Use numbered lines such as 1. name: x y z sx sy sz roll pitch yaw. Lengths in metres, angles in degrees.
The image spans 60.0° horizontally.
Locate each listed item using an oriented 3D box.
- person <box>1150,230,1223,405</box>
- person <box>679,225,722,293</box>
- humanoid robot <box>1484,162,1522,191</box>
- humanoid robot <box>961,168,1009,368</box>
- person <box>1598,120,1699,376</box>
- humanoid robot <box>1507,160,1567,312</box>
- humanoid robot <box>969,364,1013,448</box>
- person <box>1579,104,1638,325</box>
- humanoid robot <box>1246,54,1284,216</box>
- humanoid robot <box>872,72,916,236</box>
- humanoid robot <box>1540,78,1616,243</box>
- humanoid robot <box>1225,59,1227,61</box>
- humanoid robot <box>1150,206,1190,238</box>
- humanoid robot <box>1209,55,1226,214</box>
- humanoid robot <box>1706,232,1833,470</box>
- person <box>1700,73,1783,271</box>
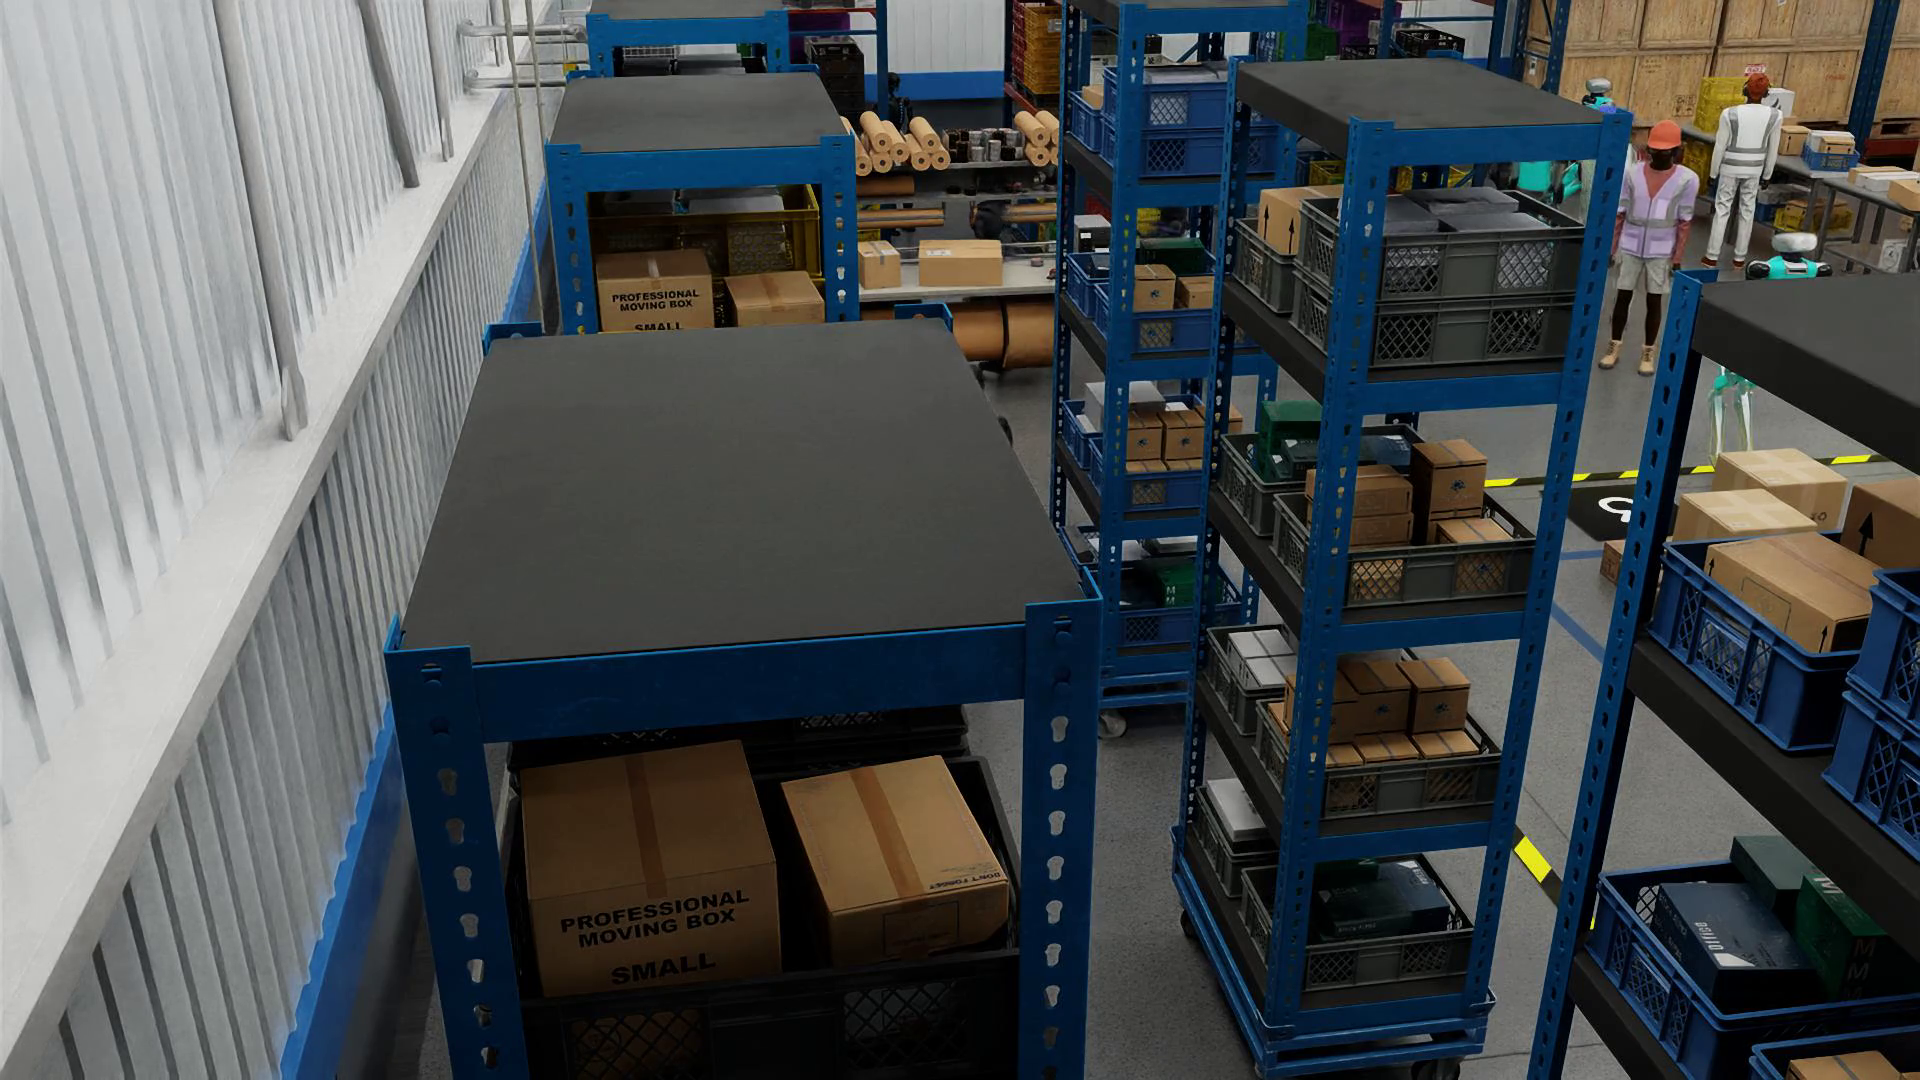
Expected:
1. person: 1.466 -1.105 10.808 0.590 1.851 0.401 -1 25 -2
2. person: -1.778 -1.349 11.365 0.431 1.835 0.622 -13 28 -26
3. humanoid robot: 5.578 -3.757 16.772 0.589 1.656 0.325 16 29 31
4. humanoid robot: 0.216 -2.152 13.284 0.372 1.648 0.599 8 26 17
5. person: 5.446 -2.309 13.209 0.601 2.036 0.400 16 29 31
6. humanoid robot: 5.269 -2.942 14.961 0.879 1.774 0.562 -22 33 -39
7. humanoid robot: -0.021 -0.183 9.044 0.608 1.636 0.611 0 25 -1
8. person: 5.623 -2.818 14.510 0.637 1.880 0.853 -10 26 -20
9. humanoid robot: 3.347 -4.410 18.120 0.644 1.790 0.530 6 25 13
10. humanoid robot: -0.692 -4.033 17.364 0.599 1.656 0.315 -21 32 -37
11. humanoid robot: 5.981 -3.686 16.434 0.730 1.693 0.533 -2 25 -4
12. humanoid robot: 2.822 -4.482 18.339 0.315 1.657 0.599 -22 33 -39
13. humanoid robot: 1.806 -2.480 14.007 0.487 1.642 0.615 -5 25 -11
14. humanoid robot: 2.897 -4.381 18.169 0.747 1.869 0.541 -14 28 -27
15. humanoid robot: 5.363 -1.305 11.222 0.533 1.673 0.735 1 25 2
16. person: 7.543 -3.544 16.072 0.582 1.880 0.348 5 25 10
